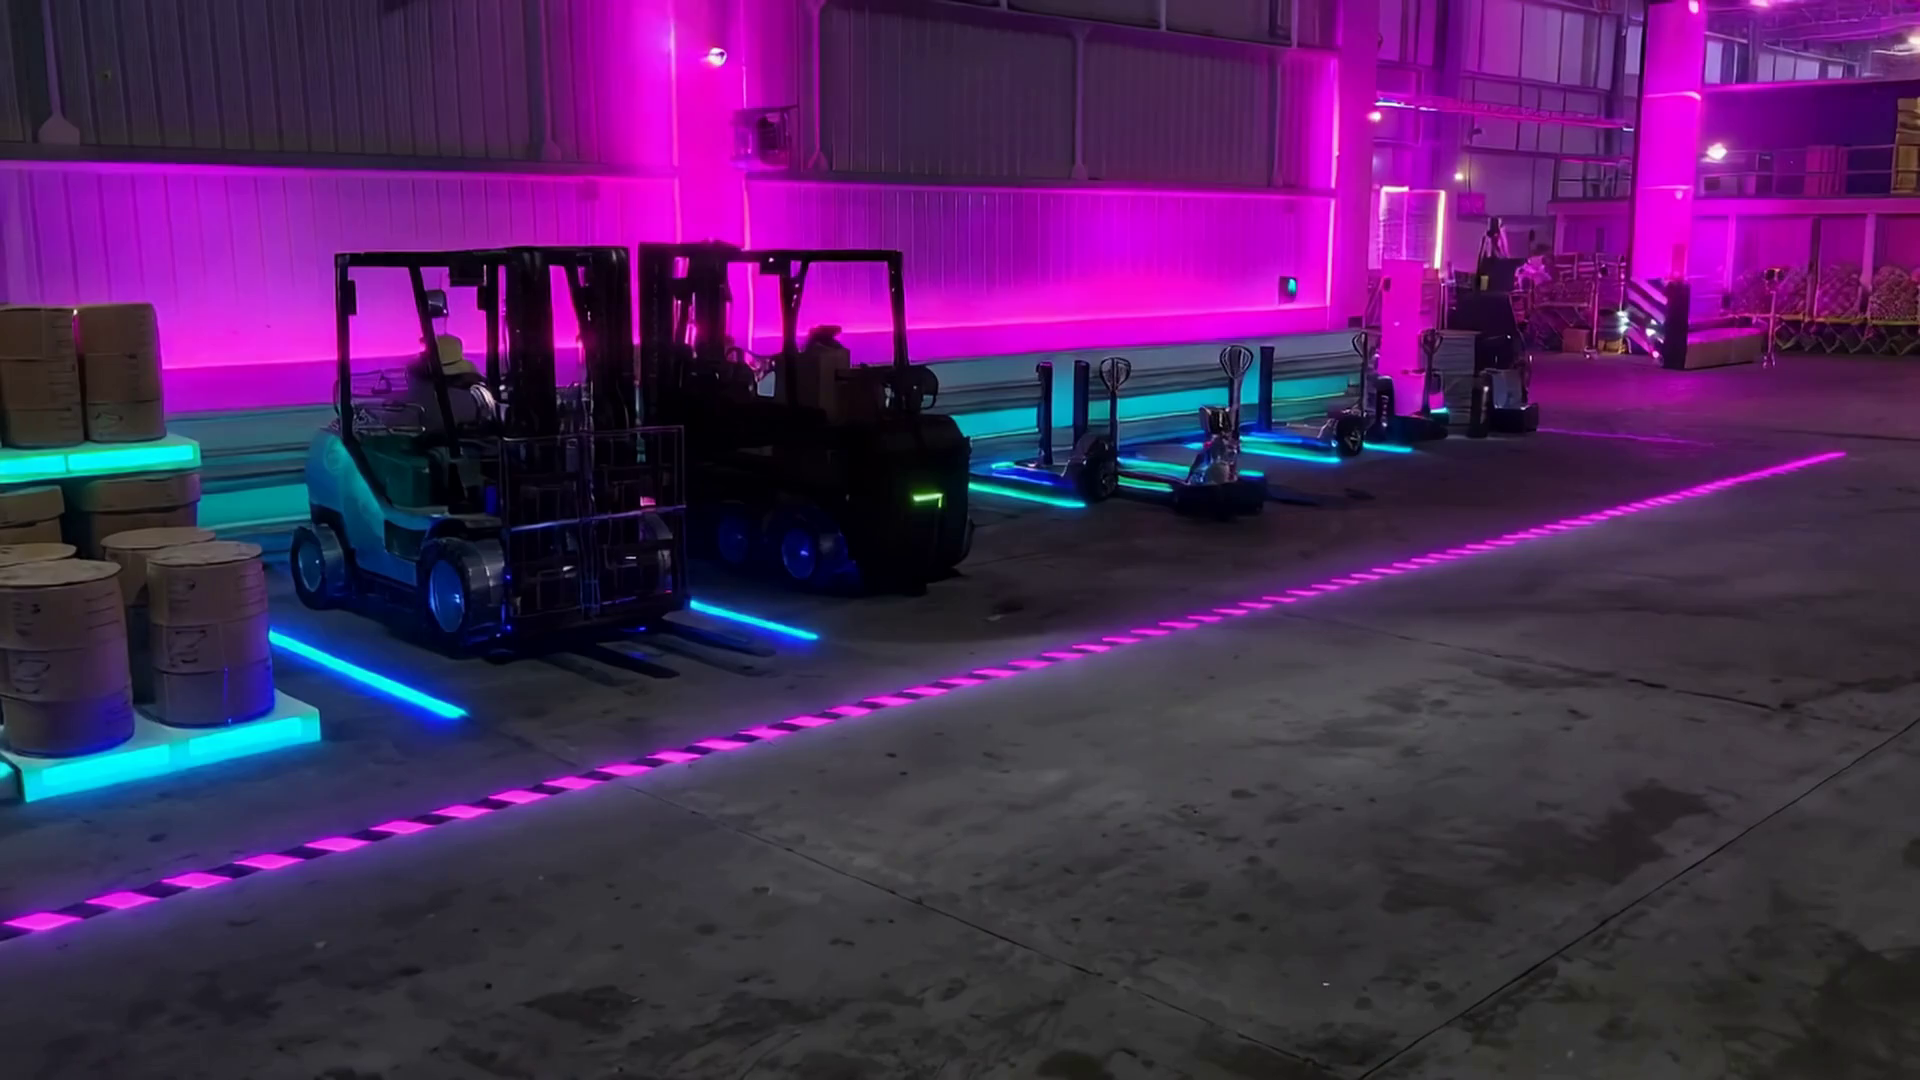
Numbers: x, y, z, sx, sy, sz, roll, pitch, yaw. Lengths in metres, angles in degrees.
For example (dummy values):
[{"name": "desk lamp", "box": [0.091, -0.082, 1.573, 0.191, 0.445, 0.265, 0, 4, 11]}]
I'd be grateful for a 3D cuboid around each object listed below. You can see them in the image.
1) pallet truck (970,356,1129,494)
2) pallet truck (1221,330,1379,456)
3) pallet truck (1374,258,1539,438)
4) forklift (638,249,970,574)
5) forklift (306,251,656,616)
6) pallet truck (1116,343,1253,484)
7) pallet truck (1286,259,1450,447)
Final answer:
[{"name": "pallet truck", "box": [0.784, -1.085, 14.876, 0.680, 1.201, 1.601, -10, 14, -44]}, {"name": "pallet truck", "box": [3.563, -1.581, 17.381, 0.653, 1.274, 1.630, -10, 14, -44]}, {"name": "pallet truck", "box": [5.704, -2.208, 18.901, 1.885, 1.965, 0.823, 10, 14, 43]}, {"name": "forklift", "box": [-1.173, -0.958, 11.239, 2.680, 1.987, 1.157, 10, 14, 43]}, {"name": "forklift", "box": [-2.833, -0.669, 9.694, 1.157, 1.987, 2.680, -10, 14, -44]}, {"name": "pallet truck", "box": [1.962, -1.215, 15.415, 1.522, 1.261, 0.704, 10, 14, 43]}, {"name": "pallet truck", "box": [4.493, -2.078, 18.196, 0.823, 1.965, 1.885, -9, 14, -40]}]
